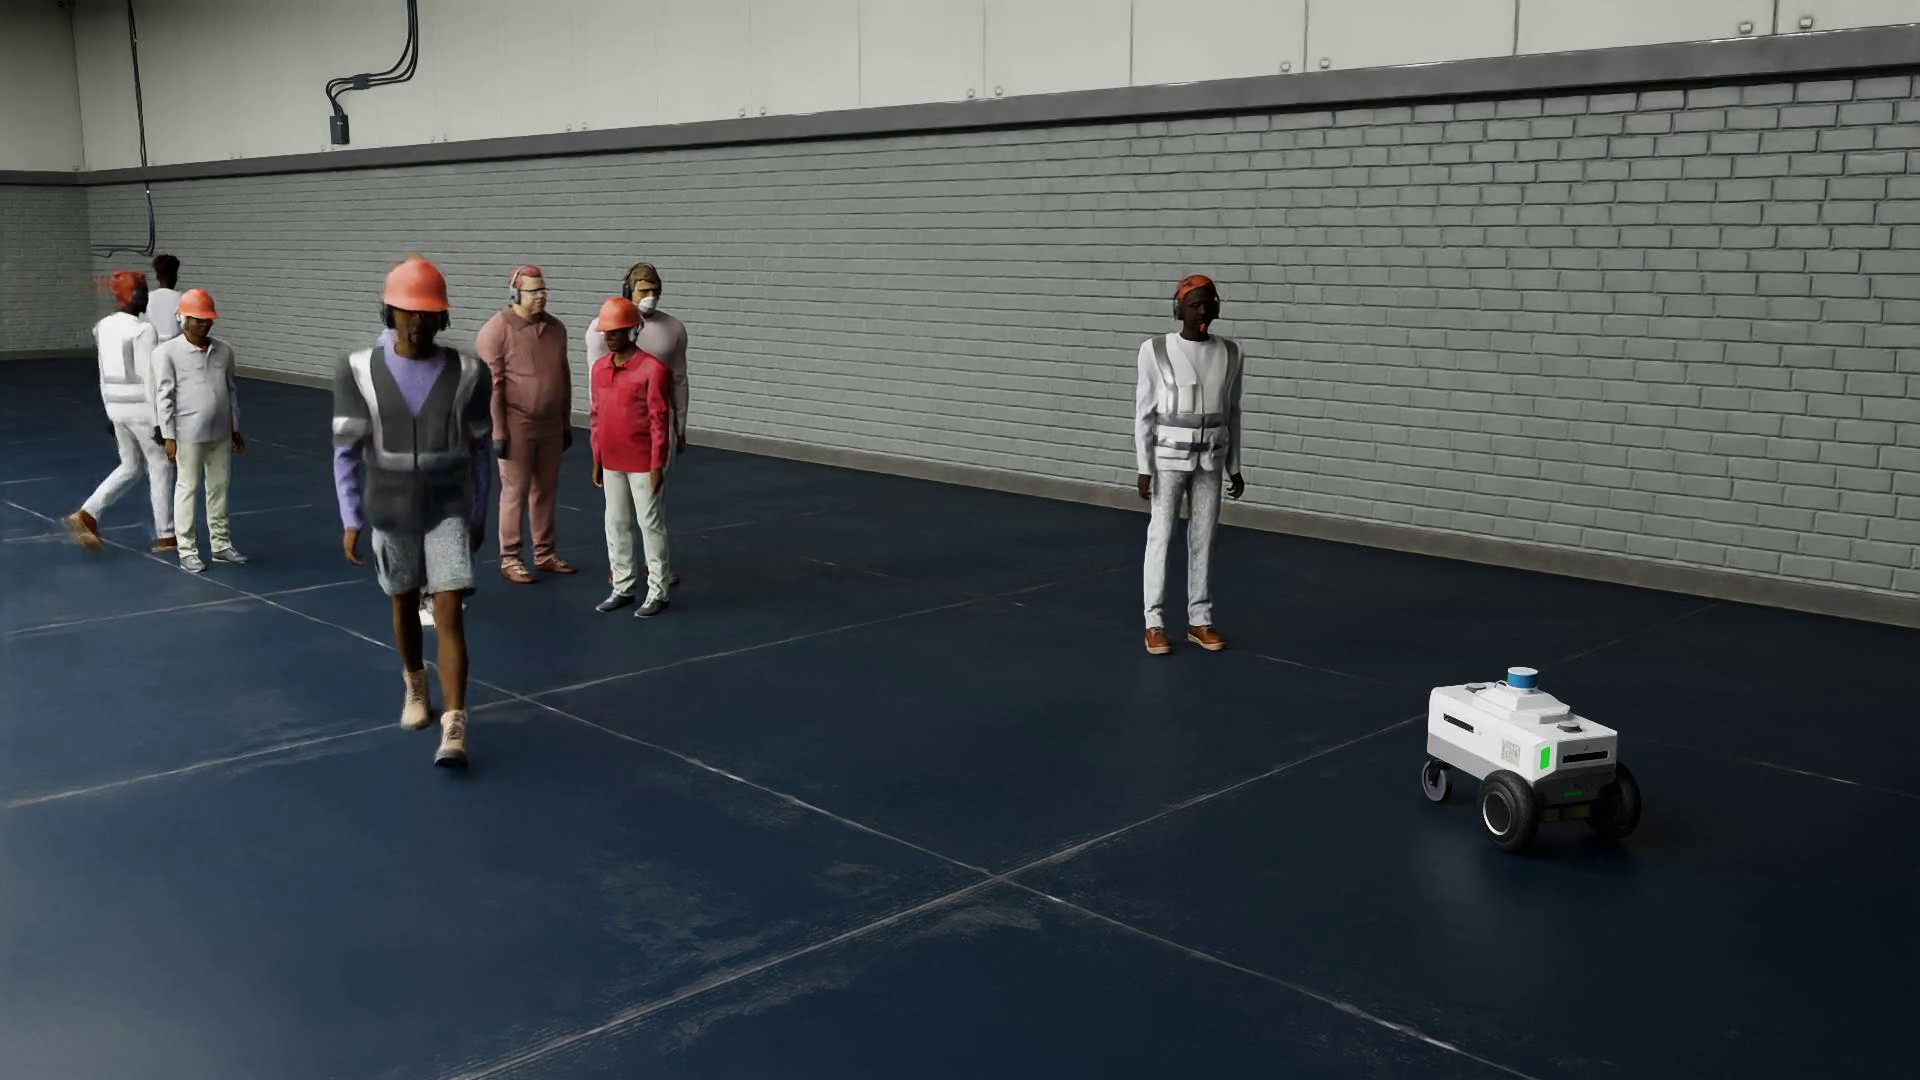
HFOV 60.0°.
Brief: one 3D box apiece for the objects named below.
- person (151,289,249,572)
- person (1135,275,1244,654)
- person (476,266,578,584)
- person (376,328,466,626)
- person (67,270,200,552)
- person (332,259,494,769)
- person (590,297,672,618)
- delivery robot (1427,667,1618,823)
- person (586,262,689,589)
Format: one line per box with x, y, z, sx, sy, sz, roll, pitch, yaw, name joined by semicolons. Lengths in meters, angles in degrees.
-4.716;-0.688;10.383;0.343;1.747;0.572;5;12;28;person
1.146;-0.372;8.304;0.572;1.883;0.353;-3;11;-16;person
-2.578;-0.693;10.023;0.394;1.899;0.648;7;13;35;person
-2.899;-0.508;8.953;0.381;1.917;0.585;0;10;0;person
-5.393;-0.812;10.769;0.585;1.862;0.744;6;12;30;person
-2.159;-0.117;6.659;0.609;1.986;1.117;-3;11;-15;person
-1.819;-0.450;9.096;0.565;1.745;0.348;7;12;33;person
1.971;0.692;5.869;0.477;0.478;0.707;-4;11;-18;delivery robot
-1.877;-0.664;9.805;0.624;1.925;0.390;-7;12;-33;person
